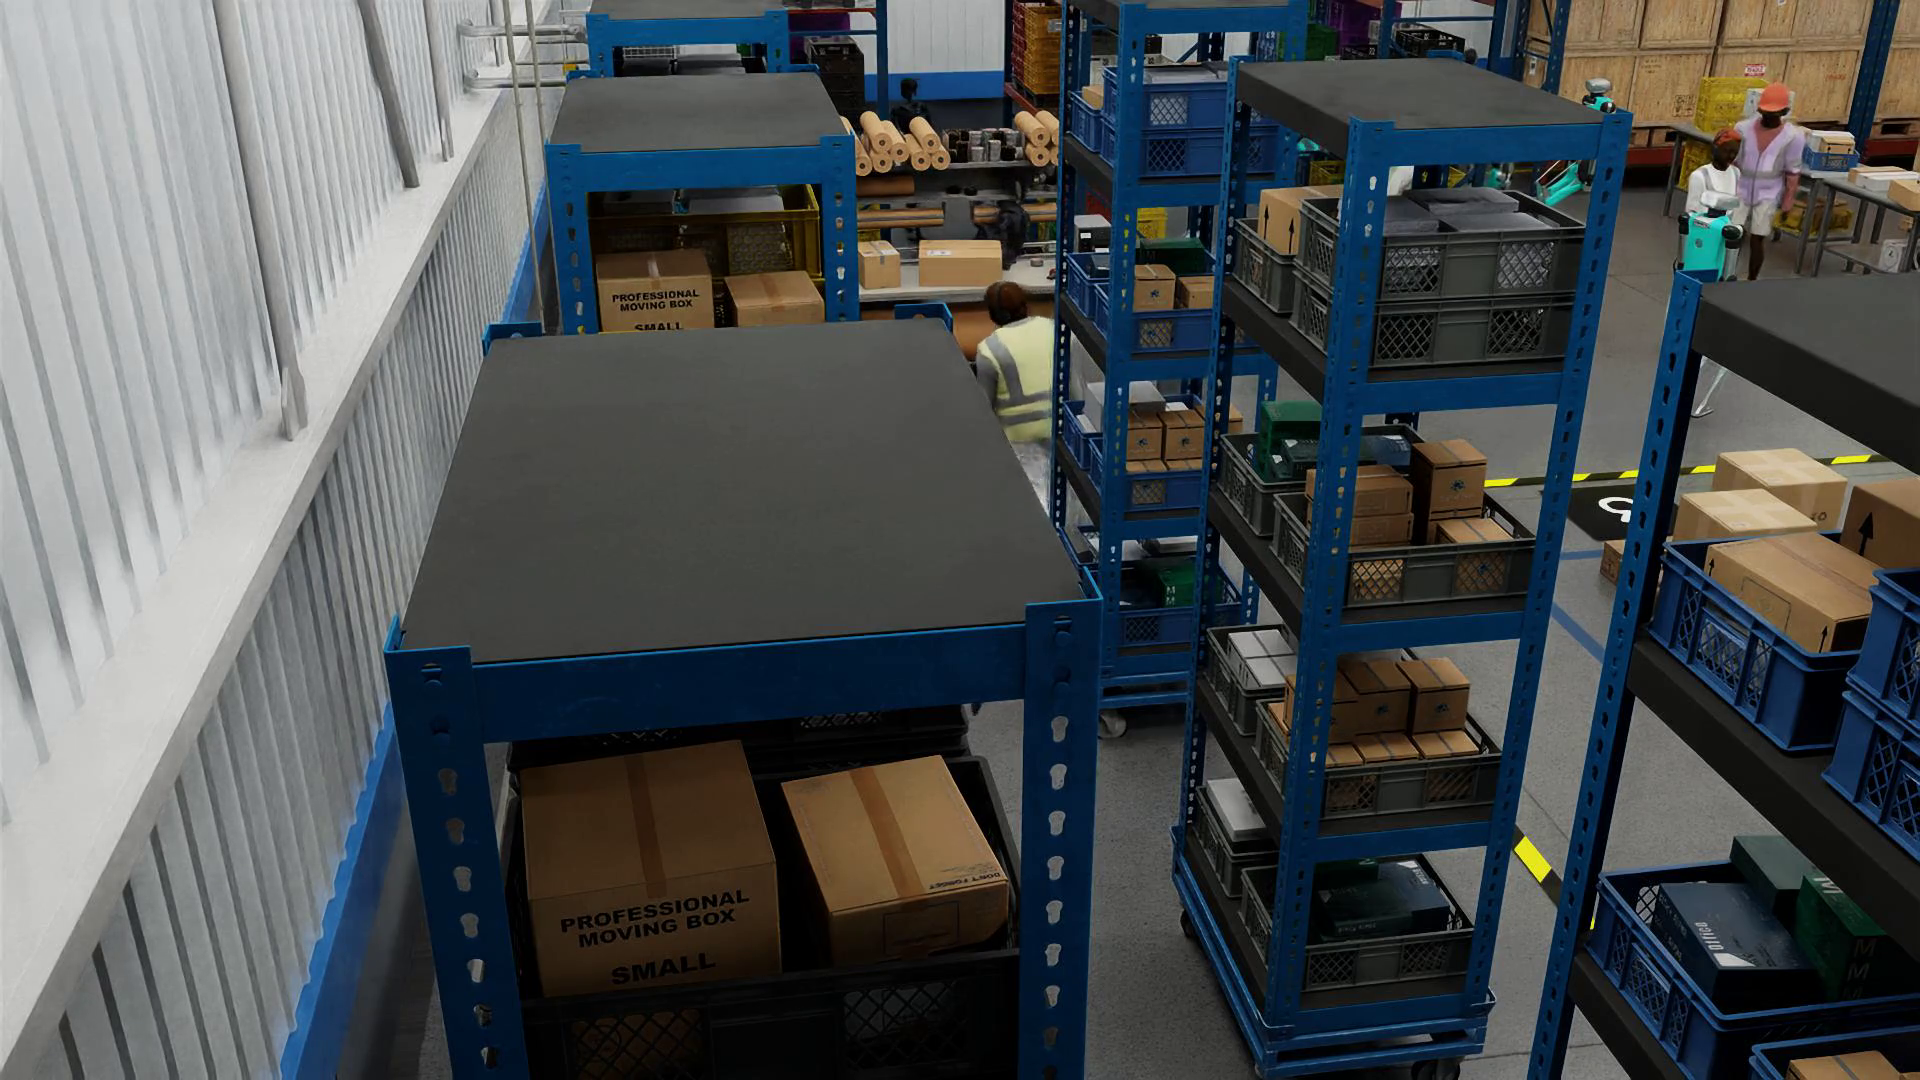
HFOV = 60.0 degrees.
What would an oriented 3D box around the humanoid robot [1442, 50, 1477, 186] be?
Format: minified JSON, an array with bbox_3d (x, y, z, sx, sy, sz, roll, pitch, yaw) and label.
[{"bbox_3d":[5.695,-4.754,18.978,0.588,1.633,0.698,2,25,5],"label":"humanoid robot"}]

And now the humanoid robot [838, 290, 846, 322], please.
[{"bbox_3d":[-0.815,-0.780,10.271,0.542,1.749,1.023,-9,26,-18],"label":"humanoid robot"}]

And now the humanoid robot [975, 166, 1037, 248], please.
[{"bbox_3d":[0.413,-2.709,14.524,0.612,1.632,0.712,-12,27,-24],"label":"humanoid robot"}]

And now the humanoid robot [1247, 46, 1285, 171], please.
[{"bbox_3d":[3.531,-4.586,18.536,0.797,1.792,0.530,10,27,22],"label":"humanoid robot"}]

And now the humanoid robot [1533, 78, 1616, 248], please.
[{"bbox_3d":[5.982,-3.686,16.435,0.735,1.692,0.534,-2,25,-4],"label":"humanoid robot"}]

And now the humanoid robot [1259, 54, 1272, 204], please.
[{"bbox_3d":[3.469,-4.596,18.605,0.373,1.653,0.606,-4,25,-8],"label":"humanoid robot"}]

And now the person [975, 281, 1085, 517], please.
[{"bbox_3d":[0.382,-0.683,9.979,0.684,1.770,0.942,-17,29,-32],"label":"person"}]

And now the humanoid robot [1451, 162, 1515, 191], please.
[{"bbox_3d":[5.135,-3.618,16.529,0.551,1.880,0.763,-7,26,-16],"label":"humanoid robot"}]

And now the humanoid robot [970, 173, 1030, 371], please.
[{"bbox_3d":[0.443,-2.091,13.189,0.754,1.628,0.603,8,26,17],"label":"humanoid robot"}]

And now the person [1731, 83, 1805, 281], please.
[{"bbox_3d":[7.116,-3.074,14.897,0.668,2.013,0.542,19,31,35],"label":"person"}]

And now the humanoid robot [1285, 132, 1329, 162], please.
[{"bbox_3d":[3.893,-4.486,18.303,0.530,1.791,0.786,-16,29,-30],"label":"humanoid robot"}]

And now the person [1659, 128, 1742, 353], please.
[{"bbox_3d":[6.098,-2.420,13.630,0.573,1.881,0.357,-16,29,-31],"label":"person"}]

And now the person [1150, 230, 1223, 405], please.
[{"bbox_3d":[1.469,-1.112,10.821,0.596,1.850,0.398,-2,25,-3],"label":"person"}]

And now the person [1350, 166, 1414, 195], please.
[{"bbox_3d":[3.428,-2.492,13.708,0.600,1.948,0.383,6,25,13],"label":"person"}]

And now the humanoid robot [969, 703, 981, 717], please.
[{"bbox_3d":[-0.193,0.524,7.518,0.587,1.639,0.707,2,25,4],"label":"humanoid robot"}]

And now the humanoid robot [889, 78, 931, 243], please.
[{"bbox_3d":[-0.544,-3.931,17.174,0.590,1.641,0.617,-20,32,-37],"label":"humanoid robot"}]

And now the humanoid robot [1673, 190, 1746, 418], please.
[{"bbox_3d":[5.558,-1.740,12.162,0.735,1.677,0.533,-11,27,-23],"label":"humanoid robot"}]
